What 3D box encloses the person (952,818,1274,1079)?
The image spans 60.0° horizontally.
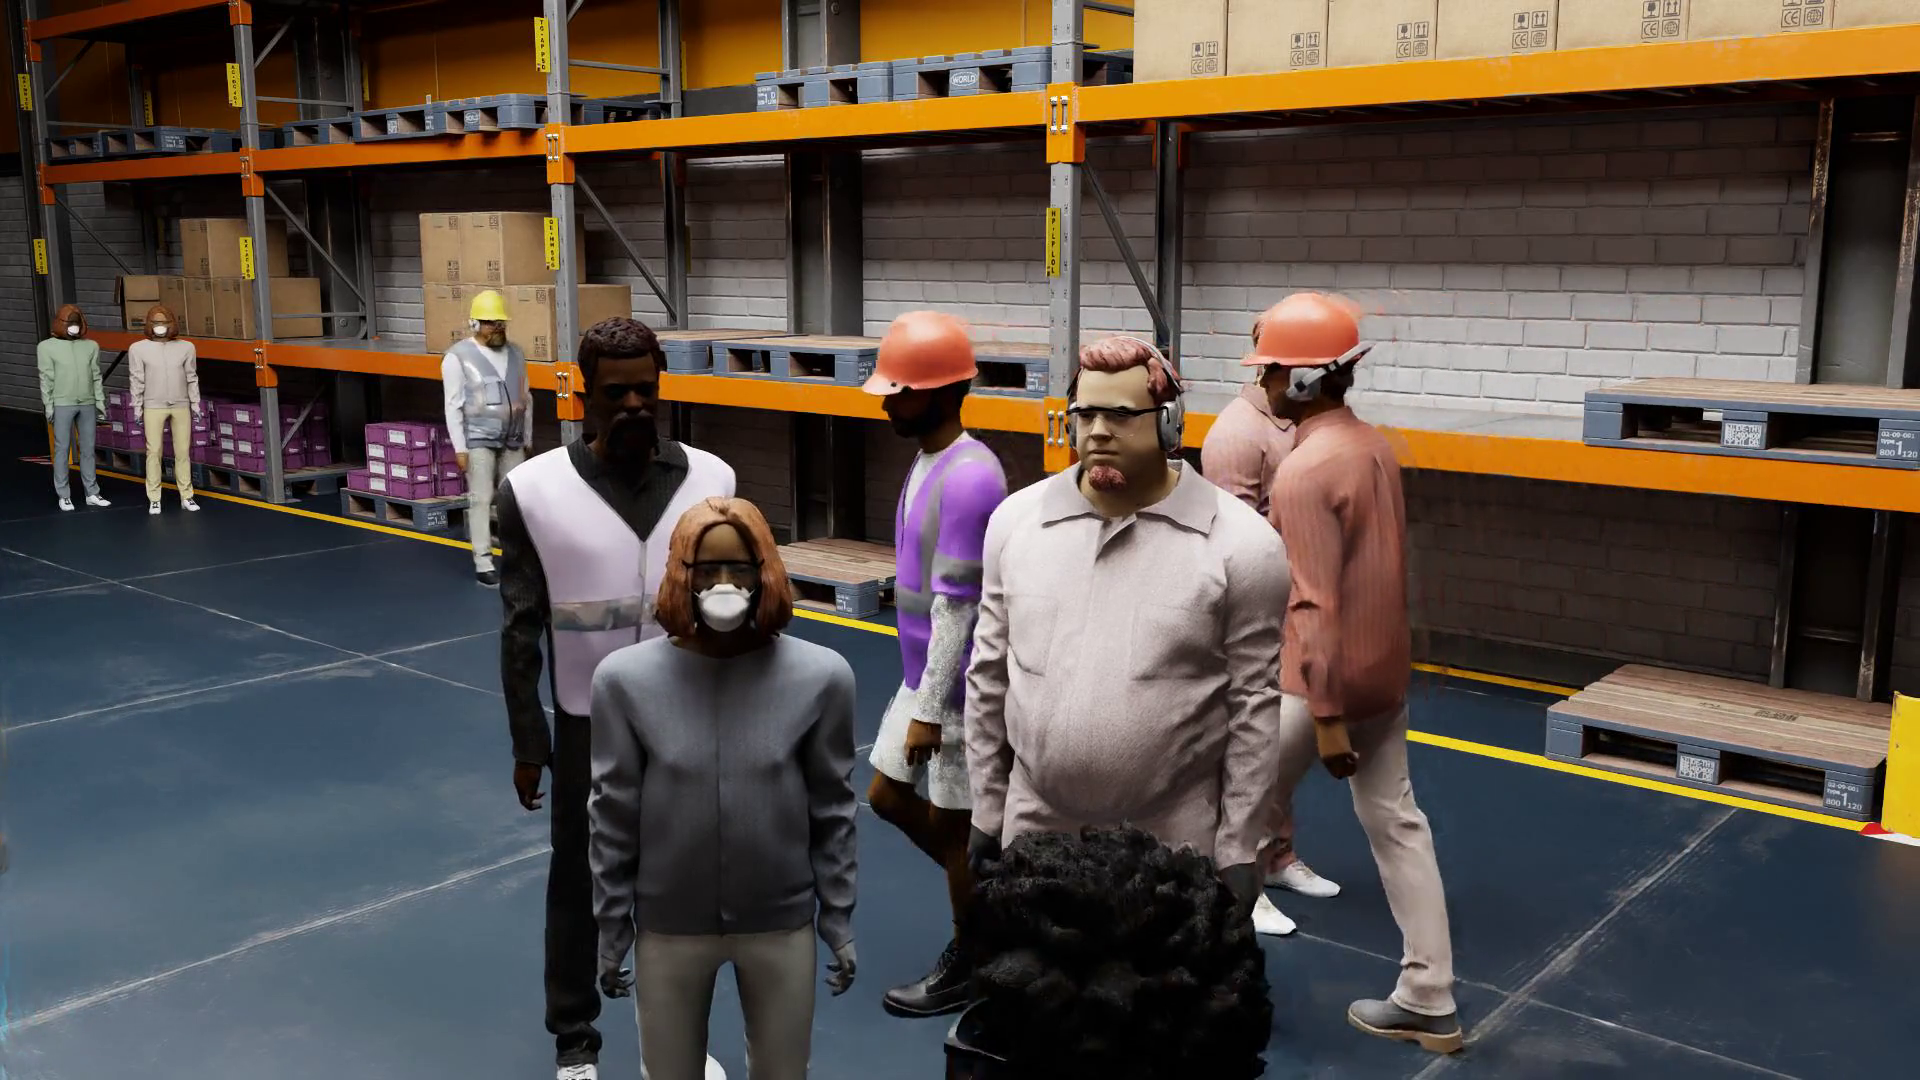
[{"bbox_3d":[0.195,1.037,1.220,0.688,1.672,0.536,5,11,25],"label":"person"}]

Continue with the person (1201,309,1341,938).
[{"bbox_3d":[0.995,0.234,5.129,0.409,1.907,0.651,7,12,34],"label":"person"}]

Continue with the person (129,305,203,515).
[{"bbox_3d":[-6.217,-1.020,13.047,0.507,1.631,0.276,-8,13,-38],"label":"person"}]

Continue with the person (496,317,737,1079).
[{"bbox_3d":[-0.803,0.425,4.007,0.591,1.917,0.379,-6,12,-31],"label":"person"}]

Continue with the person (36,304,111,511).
[{"bbox_3d":[-7.064,-1.058,13.267,0.289,1.632,0.498,7,12,33],"label":"person"}]

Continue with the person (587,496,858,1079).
[{"bbox_3d":[-0.433,0.726,3.099,0.497,1.636,0.284,-2,10,-9],"label":"person"}]

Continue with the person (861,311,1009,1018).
[{"bbox_3d":[-0.062,0.358,4.396,0.426,1.915,0.543,-3,10,-17],"label":"person"}]

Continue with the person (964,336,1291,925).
[{"bbox_3d":[0.301,0.557,3.291,0.643,1.909,0.410,4,11,21],"label":"person"}]

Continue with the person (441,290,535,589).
[{"bbox_3d":[-2.859,-0.617,10.235,0.444,1.817,0.629,8,13,37],"label":"person"}]

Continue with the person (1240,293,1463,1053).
[{"bbox_3d":[0.894,0.343,4.371,1.009,1.948,0.605,8,13,39],"label":"person"}]
